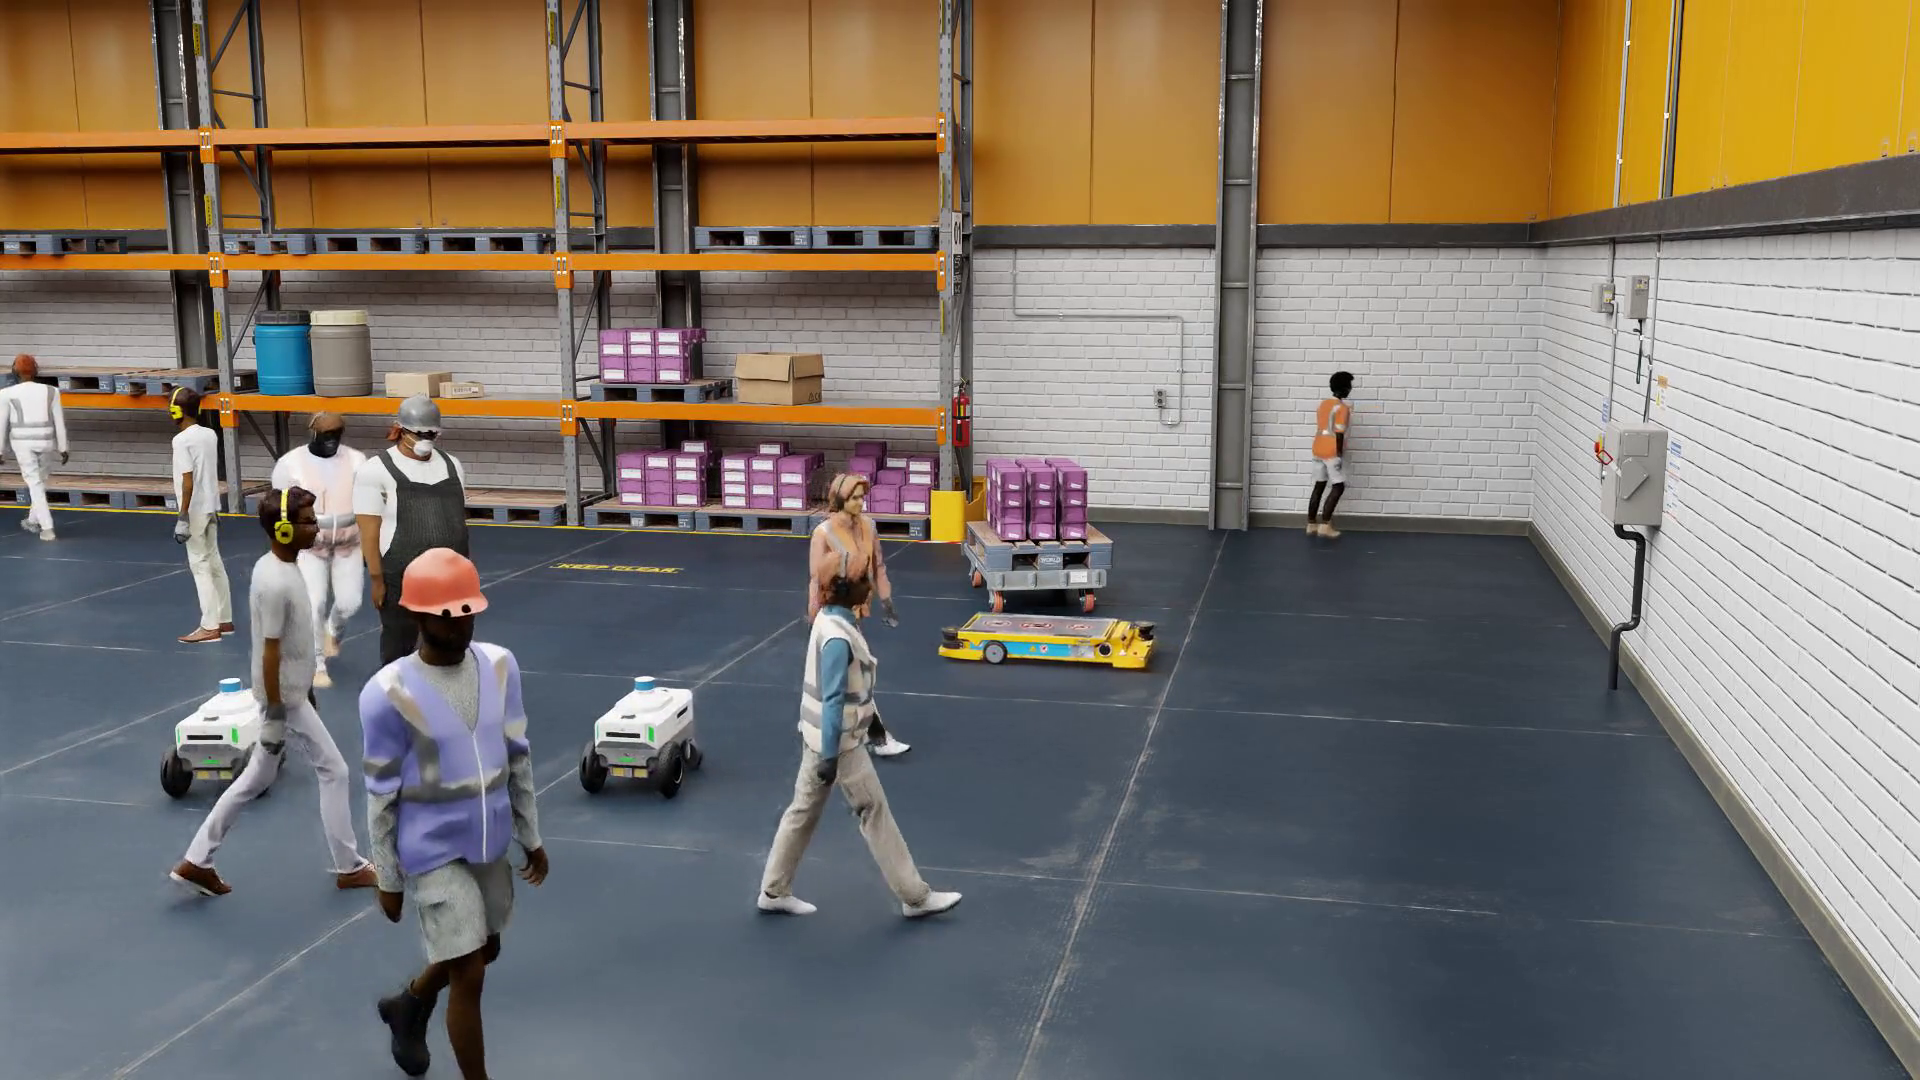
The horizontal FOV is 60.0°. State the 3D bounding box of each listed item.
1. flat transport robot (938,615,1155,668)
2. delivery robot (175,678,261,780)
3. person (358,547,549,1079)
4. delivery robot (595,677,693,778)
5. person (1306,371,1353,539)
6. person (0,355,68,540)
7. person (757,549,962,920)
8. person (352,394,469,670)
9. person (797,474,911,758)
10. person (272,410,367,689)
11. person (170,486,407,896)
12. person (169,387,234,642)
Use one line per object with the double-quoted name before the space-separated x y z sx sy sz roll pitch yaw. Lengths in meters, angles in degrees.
"flat transport robot" 0.617 0.691 11.647 1.431 0.197 0.652 2 10 12
"delivery robot" -3.856 0.978 8.829 0.477 0.478 0.707 0 10 -1
"person" -1.658 0.944 5.305 0.850 1.915 0.547 7 12 36
"delivery robot" -1.677 0.972 8.866 0.477 0.478 0.707 1 10 8
"person" 3.710 -0.852 16.628 0.381 1.676 0.558 -3 10 -16
"person" -9.304 -0.932 16.649 0.980 1.832 0.598 8 13 41
"person" -0.460 0.824 6.953 0.865 1.593 0.514 -2 10 -9
"person" -3.049 0.170 9.500 0.536 2.000 0.676 8 12 39
"person" -0.615 0.415 9.380 0.871 1.583 0.531 6 11 31
"person" -4.190 0.039 10.955 0.646 1.818 0.613 -6 11 -33
"person" -2.984 0.674 7.202 0.937 1.830 0.546 -4 11 -25
"person" -5.556 -0.183 12.108 0.315 1.865 0.526 1 10 3
